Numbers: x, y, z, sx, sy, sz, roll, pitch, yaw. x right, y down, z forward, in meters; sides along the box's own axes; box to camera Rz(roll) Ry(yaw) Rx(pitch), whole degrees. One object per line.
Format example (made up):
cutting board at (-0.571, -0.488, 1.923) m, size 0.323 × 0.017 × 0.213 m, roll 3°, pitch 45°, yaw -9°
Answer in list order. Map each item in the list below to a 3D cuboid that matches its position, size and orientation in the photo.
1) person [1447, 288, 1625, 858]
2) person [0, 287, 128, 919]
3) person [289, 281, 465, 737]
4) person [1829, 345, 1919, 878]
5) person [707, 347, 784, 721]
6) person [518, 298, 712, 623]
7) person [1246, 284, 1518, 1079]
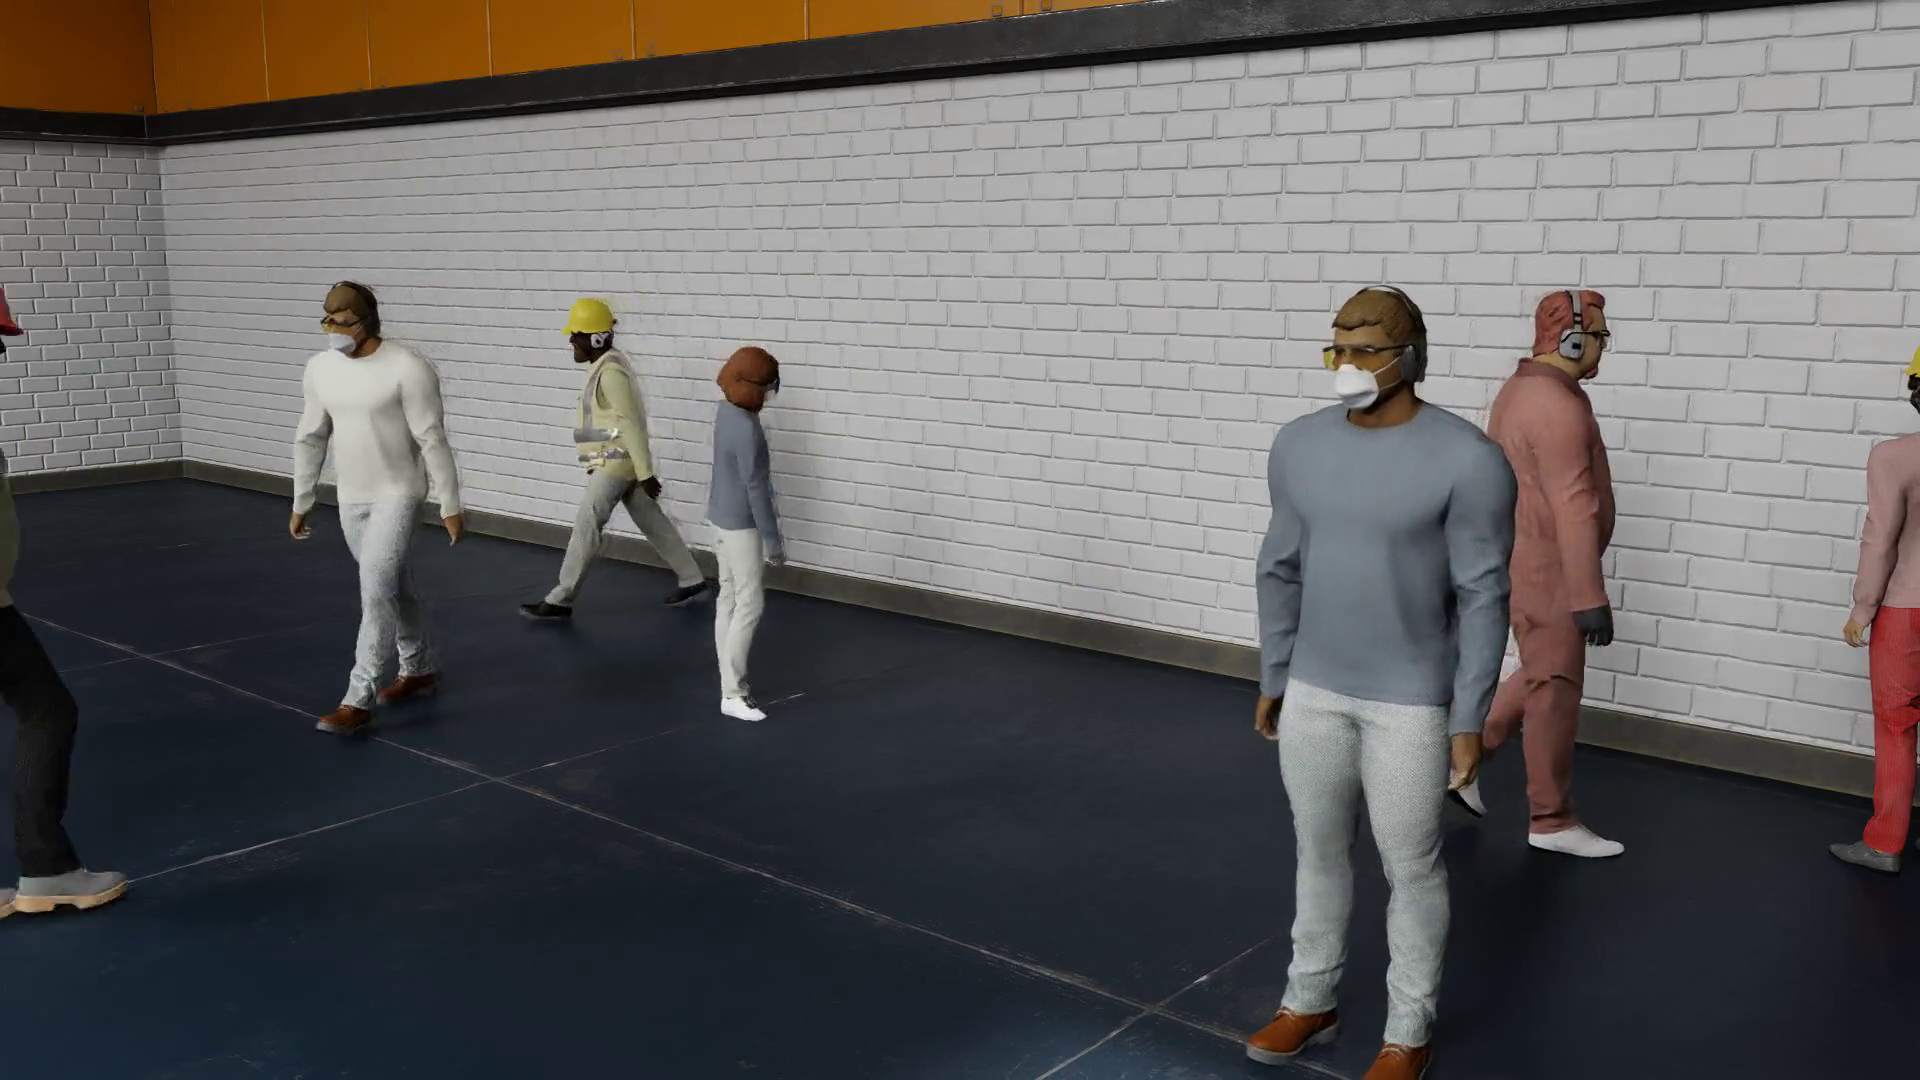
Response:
person at (1.941, 0.119, 5.520) m, size 0.554 × 1.893 × 0.673 m, roll 1°, pitch 10°, yaw 8°
person at (-2.906, 0.176, 5.000) m, size 0.633 × 1.957 × 0.740 m, roll 10°, pitch 14°, yaw 43°
person at (-2.512, -0.141, 7.025) m, size 0.731 × 1.873 × 0.980 m, roll 4°, pitch 11°, yaw 22°
person at (3.112, 0.210, 5.357) m, size 0.527 × 1.772 × 0.306 m, roll -1°, pitch 10°, yaw -8°
person at (-0.947, -0.044, 7.290) m, size 0.313 × 1.603 × 0.602 m, roll -4°, pitch 11°, yaw -21°
person at (-1.868, -0.438, 9.101) m, size 1.047 × 1.766 × 0.598 m, roll -2°, pitch 10°, yaw -10°
person at (0.980, 0.369, 3.973) m, size 0.635 × 1.937 × 0.354 m, roll 9°, pitch 13°, yaw 42°
